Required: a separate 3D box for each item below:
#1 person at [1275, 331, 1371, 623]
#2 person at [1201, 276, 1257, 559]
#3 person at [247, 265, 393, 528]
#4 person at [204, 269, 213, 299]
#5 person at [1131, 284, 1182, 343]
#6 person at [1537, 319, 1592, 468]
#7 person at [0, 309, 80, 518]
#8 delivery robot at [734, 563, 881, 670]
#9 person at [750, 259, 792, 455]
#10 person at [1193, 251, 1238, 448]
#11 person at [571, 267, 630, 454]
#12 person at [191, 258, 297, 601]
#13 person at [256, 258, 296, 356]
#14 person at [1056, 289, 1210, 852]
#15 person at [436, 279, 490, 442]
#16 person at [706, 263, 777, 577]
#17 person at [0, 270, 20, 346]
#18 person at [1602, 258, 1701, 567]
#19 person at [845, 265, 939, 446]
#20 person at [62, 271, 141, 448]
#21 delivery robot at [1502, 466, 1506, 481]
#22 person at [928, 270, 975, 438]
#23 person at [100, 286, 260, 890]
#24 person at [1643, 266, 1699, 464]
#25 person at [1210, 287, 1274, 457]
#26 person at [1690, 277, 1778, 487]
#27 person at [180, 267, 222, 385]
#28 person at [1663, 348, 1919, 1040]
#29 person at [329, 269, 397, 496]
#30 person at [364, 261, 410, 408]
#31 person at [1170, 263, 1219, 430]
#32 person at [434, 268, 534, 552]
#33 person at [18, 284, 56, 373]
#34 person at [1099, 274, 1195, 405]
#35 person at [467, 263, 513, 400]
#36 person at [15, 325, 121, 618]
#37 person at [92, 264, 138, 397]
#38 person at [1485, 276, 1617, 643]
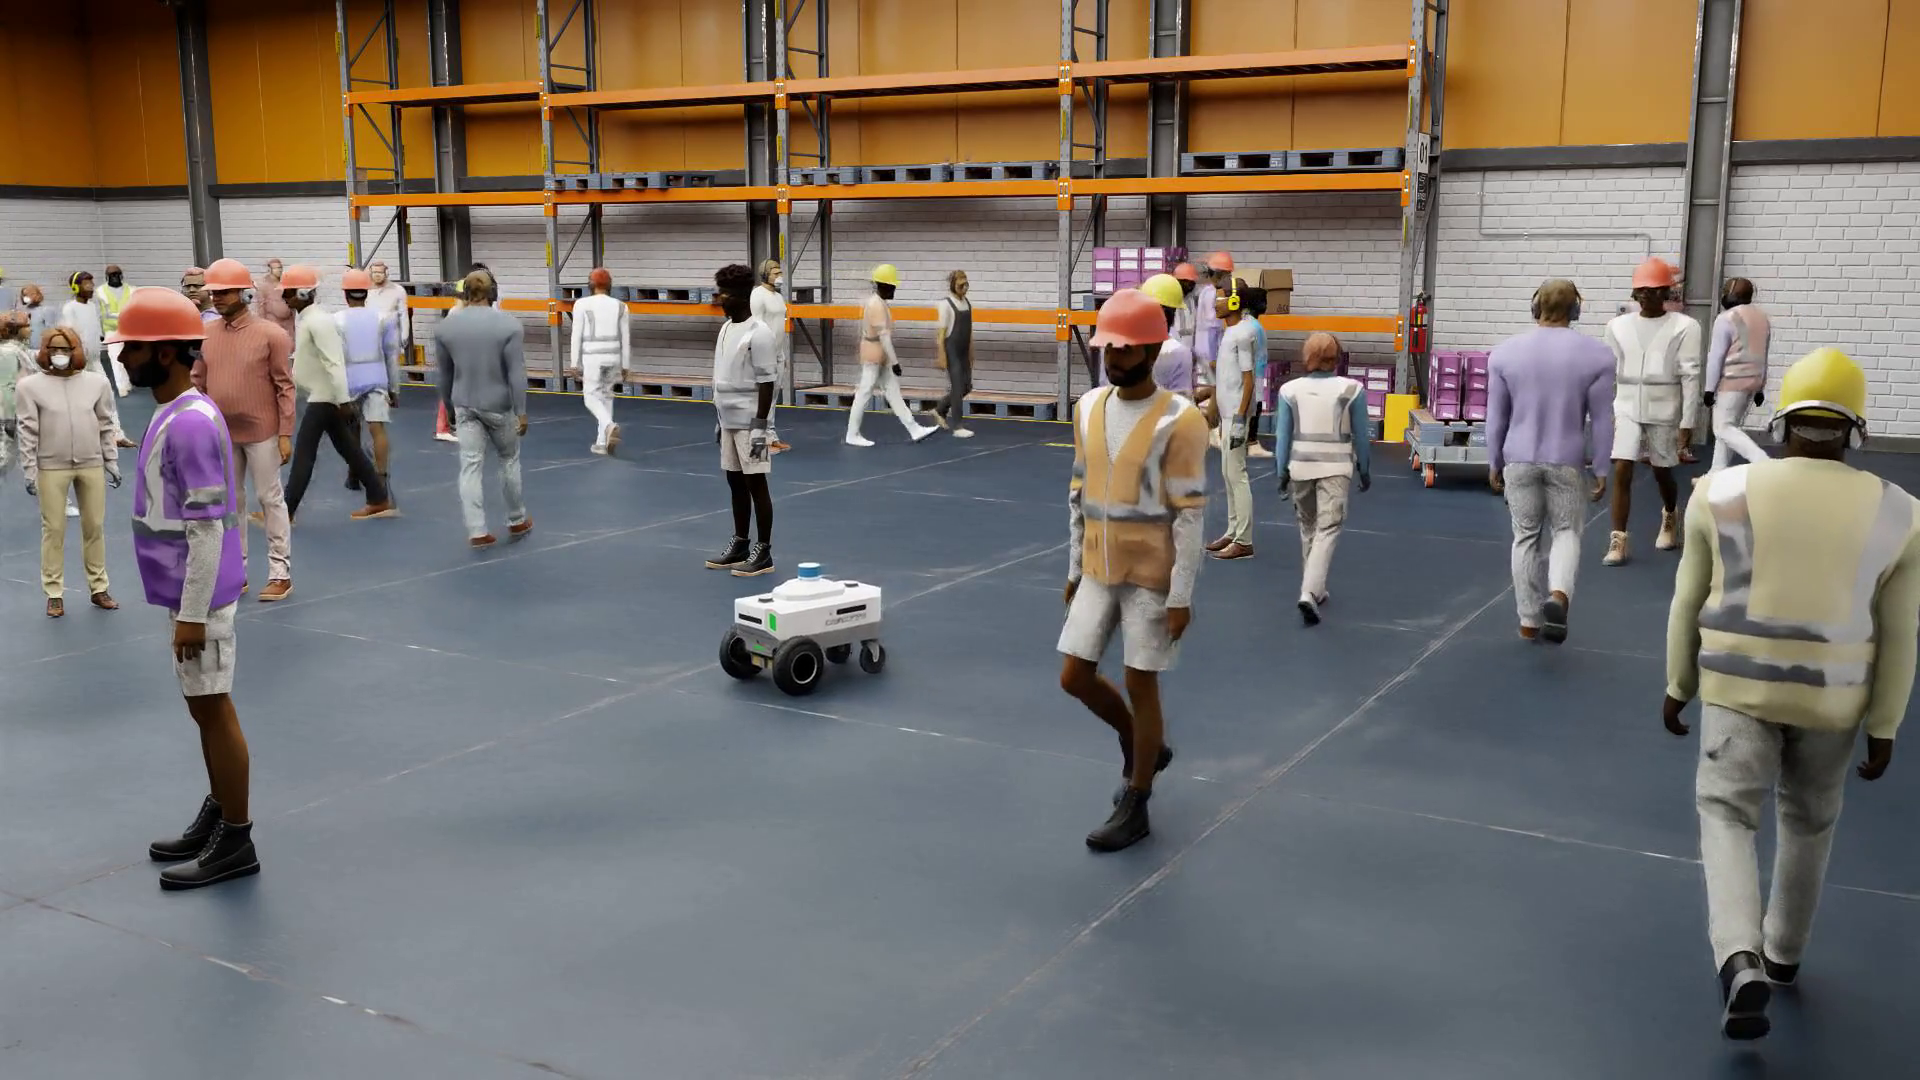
[{"bbox_3d":[2.000,-0.362,9.293,0.506,1.605,0.825,6,12,31],"label":"person"},{"bbox_3d":[1.804,-0.804,11.036,0.310,1.868,0.532,0,10,-1],"label":"person"},{"bbox_3d":[-4.751,-1.060,12.327,1.041,1.932,0.655,-5,11,-25],"label":"person"},{"bbox_3d":[-7.927,-1.963,17.713,0.976,1.836,0.593,6,12,31],"label":"person"},{"bbox_3d":[1.218,-0.808,11.212,0.561,1.817,0.449,4,11,20],"label":"person"},{"bbox_3d":[5.578,-1.466,15.603,0.874,1.566,0.538,5,11,25],"label":"person"},{"bbox_3d":[-7.161,-0.941,12.592,0.837,1.606,0.528,-4,11,-24],"label":"person"},{"bbox_3d":[-0.717,0.353,7.938,0.707,0.478,0.477,-9,14,-43],"label":"delivery robot"},{"bbox_3d":[-1.908,-1.830,16.647,0.370,1.941,0.627,3,10,16],"label":"person"},{"bbox_3d":[2.495,-1.940,17.045,0.693,2.024,0.611,0,10,2],"label":"person"},{"bbox_3d":[-3.496,-1.745,16.383,0.613,1.866,0.768,-8,13,-37],"label":"person"},{"bbox_3d":[-4.178,-0.630,9.694,0.613,1.994,0.395,2,10,9],"label":"person"},{"bbox_3d":[-10.332,-3.307,25.150,0.564,1.890,0.649,7,12,34],"label":"person"},{"bbox_3d":[0.590,0.107,5.717,0.574,1.924,0.454,9,14,43],"label":"person"},{"bbox_3d":[-5.206,-1.893,17.585,0.806,1.717,0.535,-1,10,-6],"label":"person"},{"bbox_3d":[-1.377,-0.757,10.495,0.367,1.964,0.604,-7,12,-35],"label":"person"},{"bbox_3d":[-13.554,-2.983,23.585,0.841,1.804,0.604,6,12,31],"label":"person"},{"bbox_3d":[4.571,-0.859,10.998,0.617,2.005,1.029,8,13,37],"label":"person"},{"bbox_3d":[-0.731,-1.873,17.068,1.016,1.865,0.598,1,10,5],"label":"person"},{"bbox_3d":[-8.951,-1.826,16.964,0.979,1.826,0.539,2,10,8],"label":"person"},{"bbox_3d":[4.608,-0.636,13.538,0.477,0.478,0.707,3,10,15],"label":"delivery robot"},{"bbox_3d":[-0.079,-2.032,18.131,0.604,1.824,0.536,7,12,35],"label":"person"},{"bbox_3d":[-2.513,0.158,5.391,0.360,1.939,0.543,-5,11,-28],"label":"person"},{"bbox_3d":[6.724,-1.635,15.746,0.675,1.879,0.465,-8,13,-40],"label":"person"},{"bbox_3d":[2.777,-1.622,16.205,0.566,1.684,0.539,0,10,3],"label":"person"},{"bbox_3d":[6.553,-1.289,13.930,0.626,1.817,0.746,-7,12,-34],"label":"person"},{"bbox_3d":[-5.731,-1.104,12.625,0.642,1.909,0.408,-2,10,-12],"label":"person"},{"bbox_3d":[2.173,0.406,4.370,0.590,1.811,0.776,4,11,20],"label":"person"},{"bbox_3d":[-4.963,-1.303,13.844,0.558,1.886,1.020,-6,12,-31],"label":"person"},{"bbox_3d":[-7.326,-2.589,21.117,0.661,1.882,0.762,-3,11,-18],"label":"person"},{"bbox_3d":[2.444,-2.057,18.086,0.989,1.883,0.565,6,11,29],"label":"person"},{"bbox_3d":[-3.253,-0.912,11.525,0.661,1.906,0.885,1,10,4],"label":"person"},{"bbox_3d":[-11.190,-2.311,20.261,0.513,1.616,0.586,1,10,7],"label":"person"},{"bbox_3d":[1.062,-0.534,9.376,0.614,1.909,0.446,9,13,41],"label":"person"},{"bbox_3d":[-6.031,-2.565,21.035,1.032,1.861,0.610,6,12,32],"label":"person"},{"bbox_3d":[-4.996,-0.390,9.358,0.504,1.631,0.280,-9,13,-42],"label":"person"},{"bbox_3d":[-11.681,-2.914,23.124,0.638,1.824,0.636,-8,13,-37],"label":"person"},{"bbox_3d":[2.995,-0.380,8.509,0.636,1.922,0.619,4,11,20],"label":"person"}]
